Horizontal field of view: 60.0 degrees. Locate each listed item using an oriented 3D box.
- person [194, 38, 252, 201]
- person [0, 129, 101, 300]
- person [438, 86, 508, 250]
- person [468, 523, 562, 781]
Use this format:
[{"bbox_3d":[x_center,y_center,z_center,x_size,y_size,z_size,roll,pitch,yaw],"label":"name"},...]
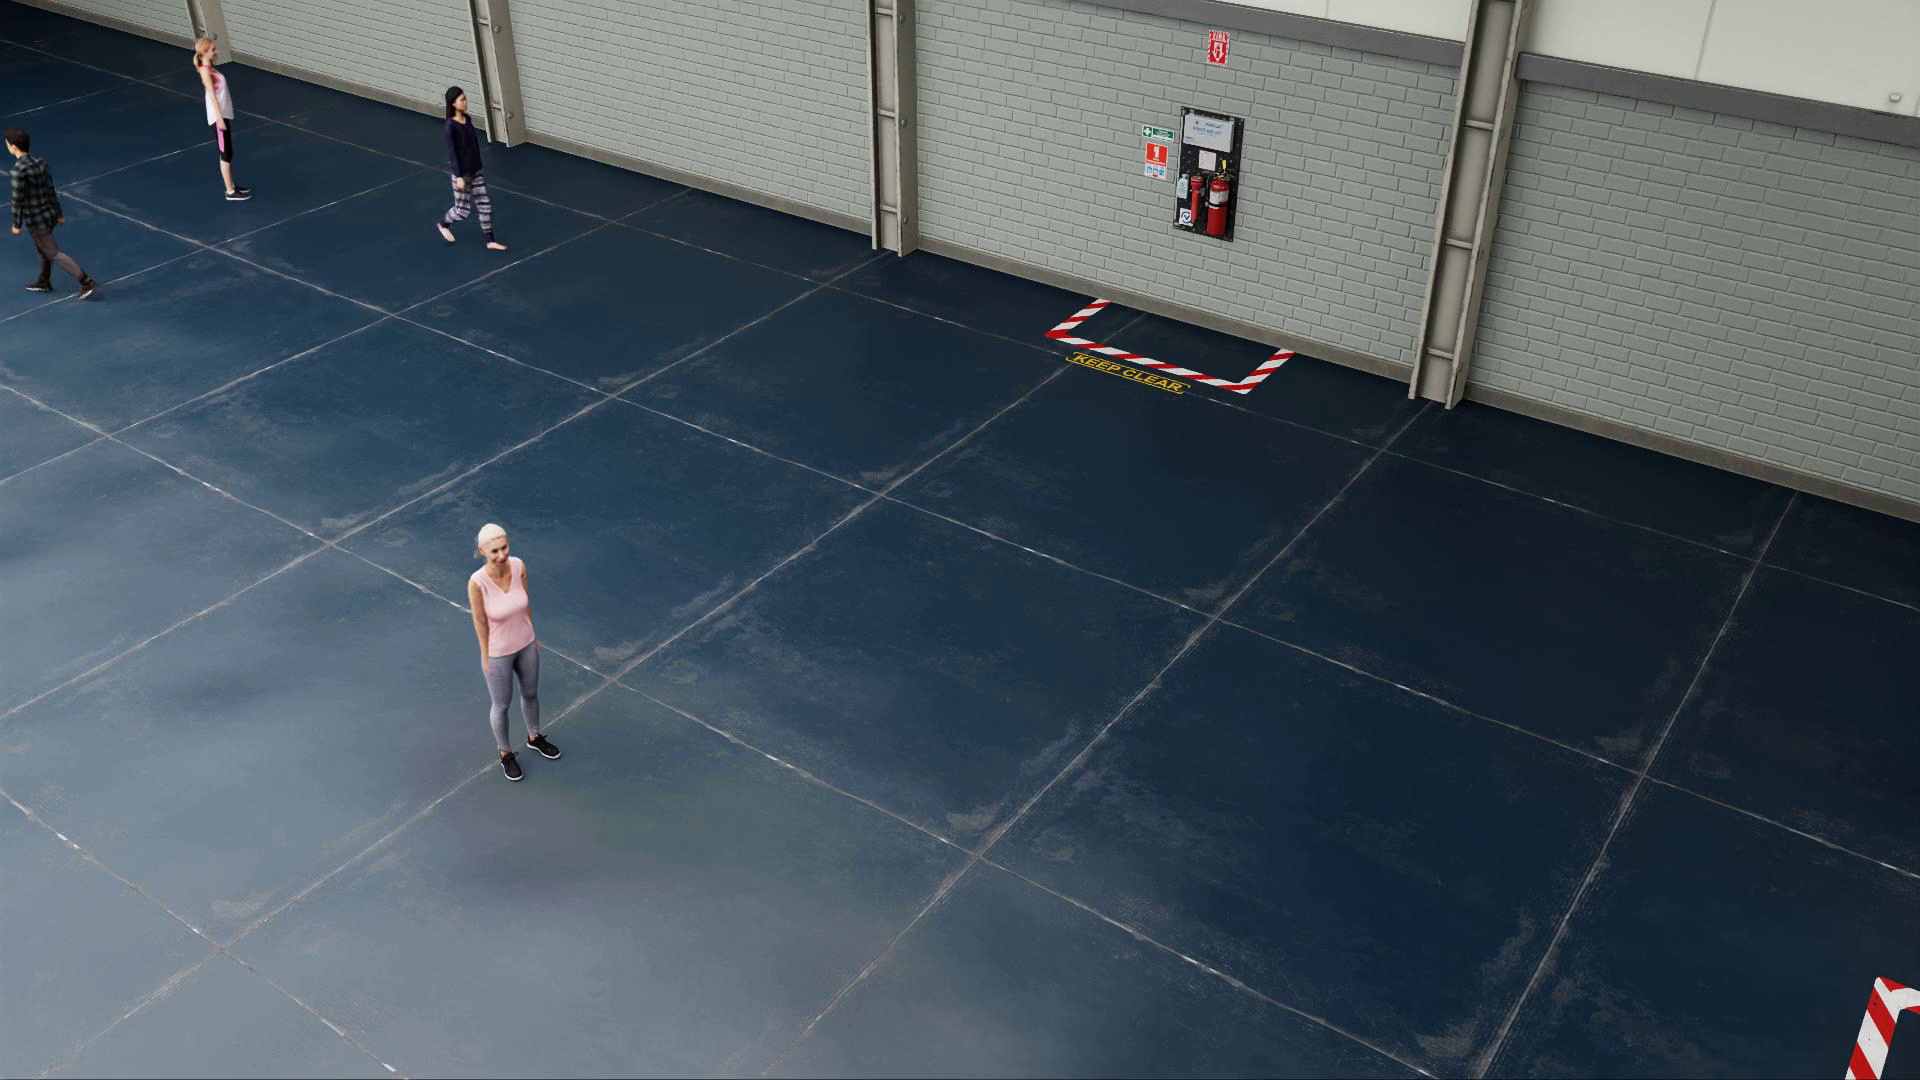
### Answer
[{"bbox_3d":[-8.246,-4.683,18.506,0.753,1.786,0.653,-11,34,-17],"label":"person"},{"bbox_3d":[-8.894,-3.134,16.161,1.179,1.694,1.045,1,32,1],"label":"person"},{"bbox_3d":[-5.178,-3.823,17.214,1.074,1.711,0.777,11,34,16],"label":"person"},{"bbox_3d":[-2.750,0.643,10.120,0.598,1.726,0.571,-27,41,-36],"label":"person"}]
